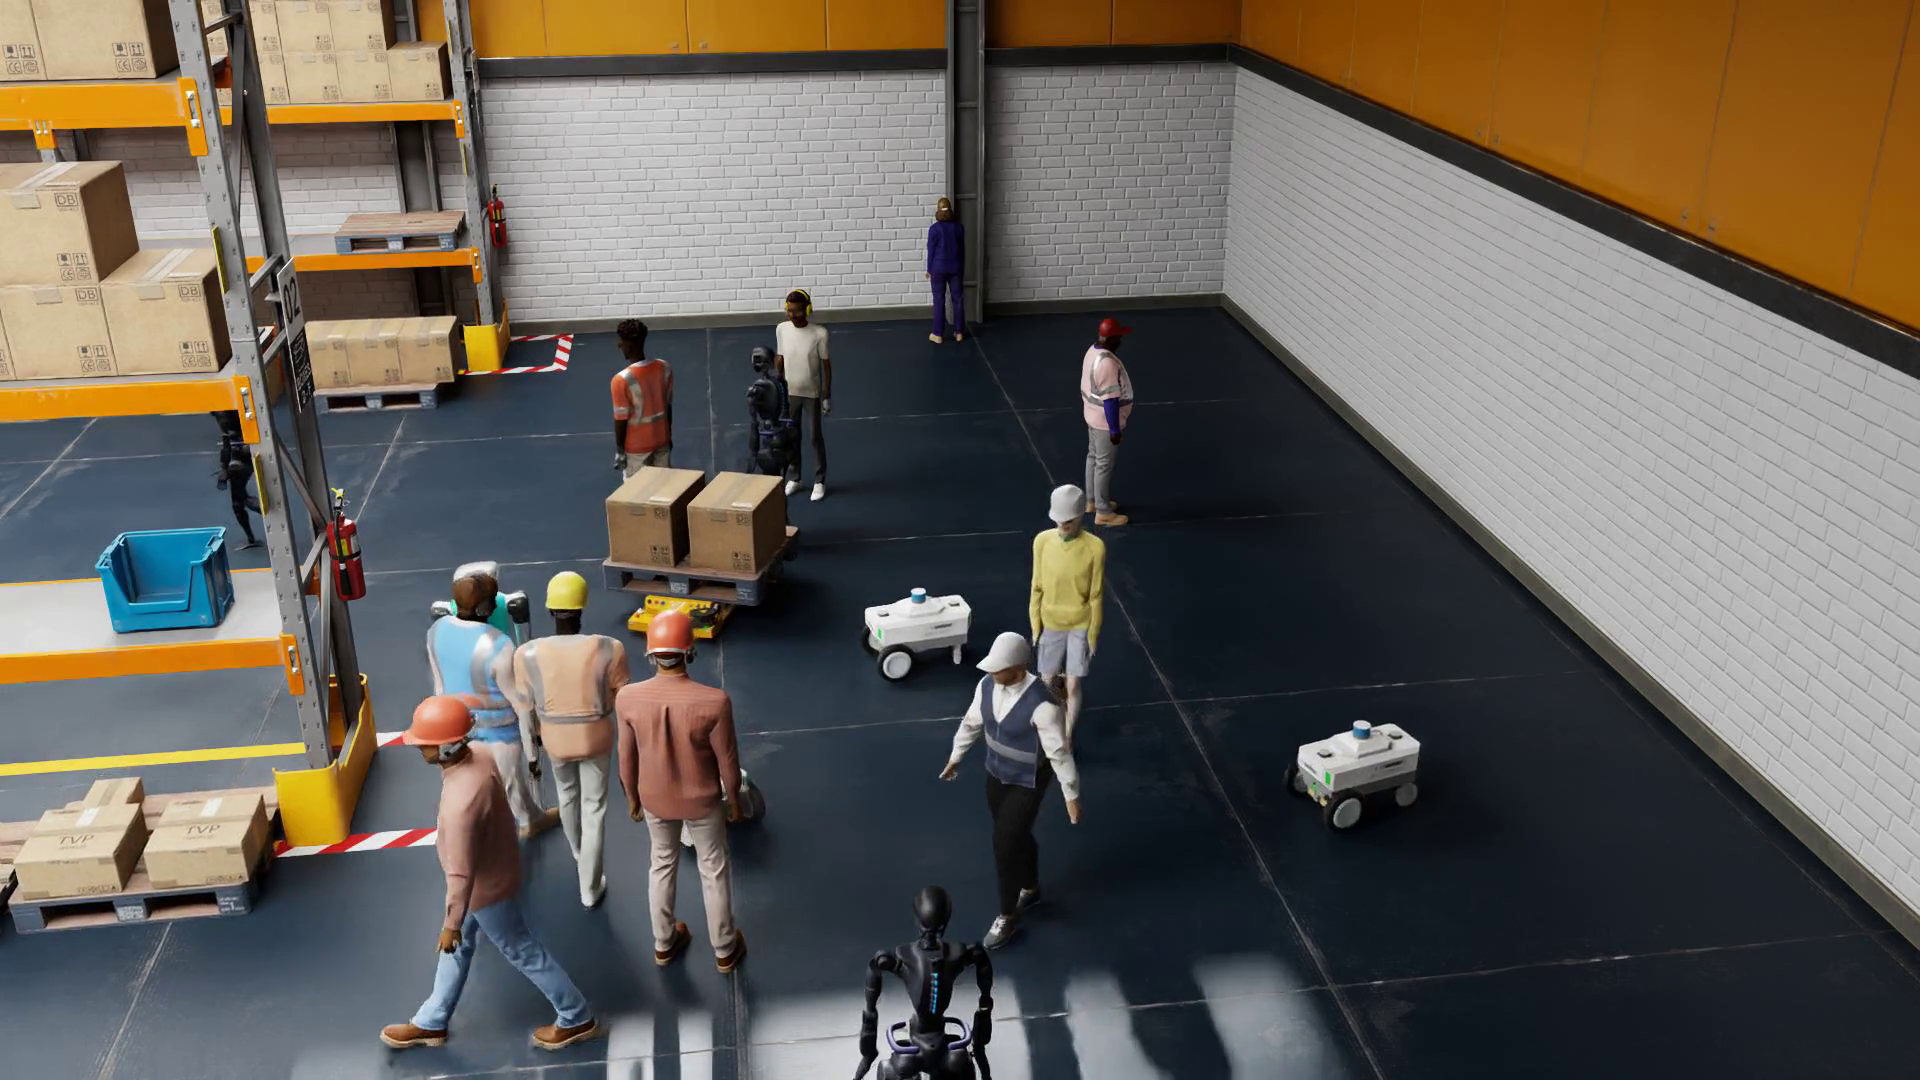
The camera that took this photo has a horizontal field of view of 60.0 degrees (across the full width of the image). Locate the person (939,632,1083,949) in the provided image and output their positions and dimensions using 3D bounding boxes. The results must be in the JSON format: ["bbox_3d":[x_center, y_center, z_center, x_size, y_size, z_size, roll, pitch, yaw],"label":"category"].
[{"bbox_3d":[0.229,1.283,8.635,0.684,1.733,0.802,-20,31,-38],"label":"person"}]

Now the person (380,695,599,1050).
[{"bbox_3d":[-2.238,1.584,7.717,1.034,1.937,0.628,-5,24,-11],"label":"person"}]

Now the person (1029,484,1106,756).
[{"bbox_3d":[0.669,0.483,10.319,0.468,1.871,0.619,6,24,13],"label":"person"}]

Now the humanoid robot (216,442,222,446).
[{"bbox_3d":[-6.702,-1.592,15.299,0.833,1.857,0.560,4,24,9],"label":"humanoid robot"}]

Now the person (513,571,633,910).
[{"bbox_3d":[-2.047,1.019,9.047,0.608,1.899,0.797,-1,24,-3],"label":"person"}]

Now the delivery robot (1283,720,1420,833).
[{"bbox_3d":[2.372,1.359,9.935,0.785,0.587,0.499,-10,26,-22],"label":"delivery robot"}]

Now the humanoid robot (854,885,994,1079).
[{"bbox_3d":[-0.148,2.138,6.853,0.587,1.633,0.793,-5,24,-11],"label":"humanoid robot"}]

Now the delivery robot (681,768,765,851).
[{"bbox_3d":[-1.559,1.415,9.807,0.499,0.587,0.762,-19,30,-37],"label":"delivery robot"}]

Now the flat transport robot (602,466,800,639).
[{"bbox_3d":[-1.937,0.334,12.635,0.659,0.231,1.431,5,24,12],"label":"flat transport robot"}]

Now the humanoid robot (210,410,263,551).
[{"bbox_3d":[-5.715,-0.686,13.232,0.431,1.645,0.601,-4,24,-9],"label":"humanoid robot"}]

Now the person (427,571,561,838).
[{"bbox_3d":[-2.563,1.000,9.210,0.640,1.807,0.813,18,29,35],"label":"person"}]

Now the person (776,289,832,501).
[{"bbox_3d":[-1.344,-1.241,14.240,0.530,1.864,0.309,8,25,17],"label":"person"}]

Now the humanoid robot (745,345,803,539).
[{"bbox_3d":[-1.446,-0.746,13.403,0.476,1.669,0.600,11,26,23],"label":"humanoid robot"}]

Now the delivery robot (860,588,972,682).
[{"bbox_3d":[-0.318,0.635,11.609,0.779,0.607,0.499,-8,25,-17],"label":"delivery robot"}]

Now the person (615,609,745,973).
[{"bbox_3d":[-1.392,1.271,8.375,0.621,1.986,0.403,4,24,10],"label":"person"}]

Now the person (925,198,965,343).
[{"bbox_3d":[-0.163,-3.016,18.583,0.457,1.618,0.353,-8,25,-18],"label":"person"}]

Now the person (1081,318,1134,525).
[{"bbox_3d":[1.225,-0.992,13.810,0.420,1.753,0.605,-4,24,-10],"label":"person"}]

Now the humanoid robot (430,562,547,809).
[{"bbox_3d":[-2.686,0.860,9.643,0.543,1.800,0.809,-5,24,-12],"label":"humanoid robot"}]

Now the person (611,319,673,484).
[{"bbox_3d":[-2.485,-0.783,13.084,0.365,1.959,0.604,16,28,32],"label":"person"}]
